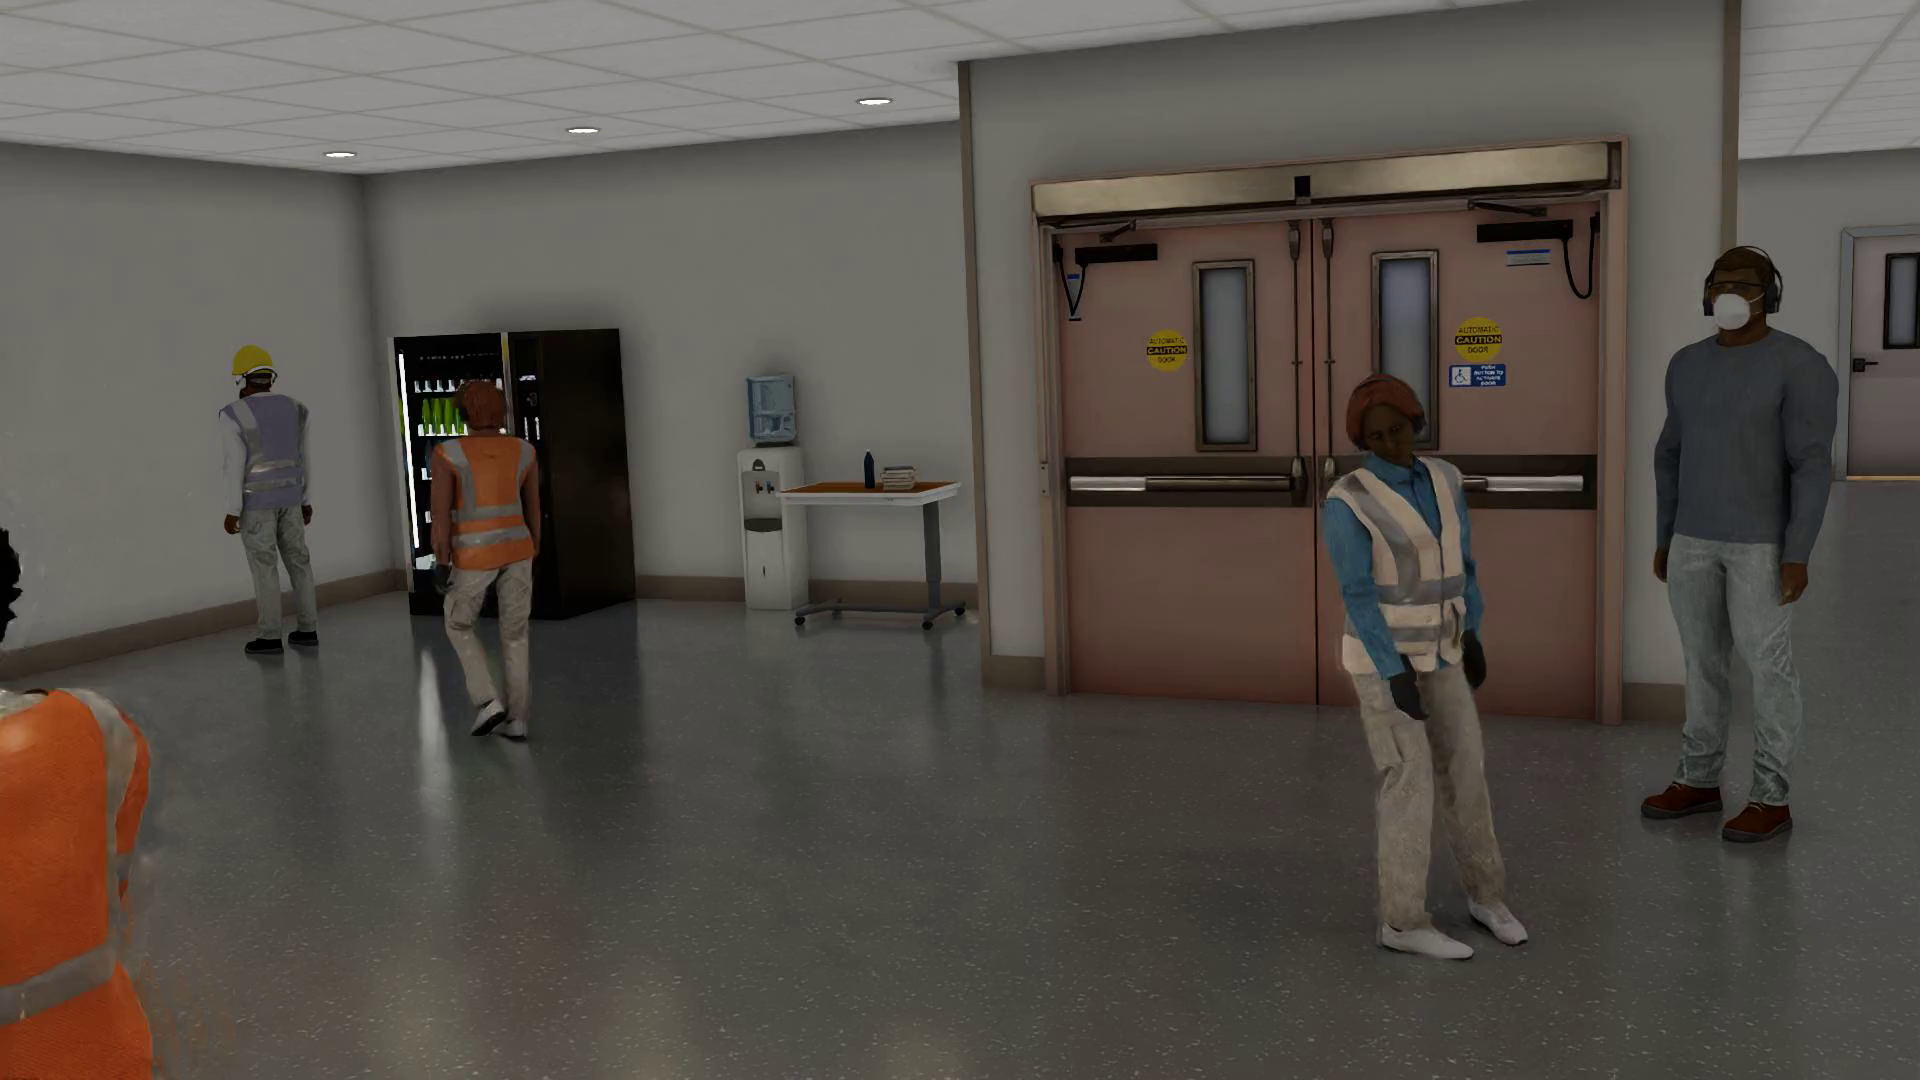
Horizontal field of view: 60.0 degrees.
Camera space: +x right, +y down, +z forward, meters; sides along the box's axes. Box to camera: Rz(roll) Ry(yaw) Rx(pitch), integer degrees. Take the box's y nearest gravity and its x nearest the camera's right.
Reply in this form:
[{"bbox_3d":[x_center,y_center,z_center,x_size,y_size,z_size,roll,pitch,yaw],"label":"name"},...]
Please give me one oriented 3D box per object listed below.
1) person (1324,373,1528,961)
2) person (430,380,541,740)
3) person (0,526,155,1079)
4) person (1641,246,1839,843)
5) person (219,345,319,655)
[{"bbox_3d":[1.287,0.346,4.576,0.596,1.607,0.420,-8,9,-38],"label":"person"},{"bbox_3d":[-2.119,0.097,7.458,0.542,1.620,0.378,-8,10,-40],"label":"person"},{"bbox_3d":[-1.205,0.738,2.117,0.823,1.659,0.529,0,8,20],"label":"person"},{"bbox_3d":[2.557,0.011,5.493,0.372,1.940,0.631,-6,8,-27],"label":"person"},{"bbox_3d":[-4.117,-0.238,9.881,0.403,1.830,0.600,2,9,31],"label":"person"}]
